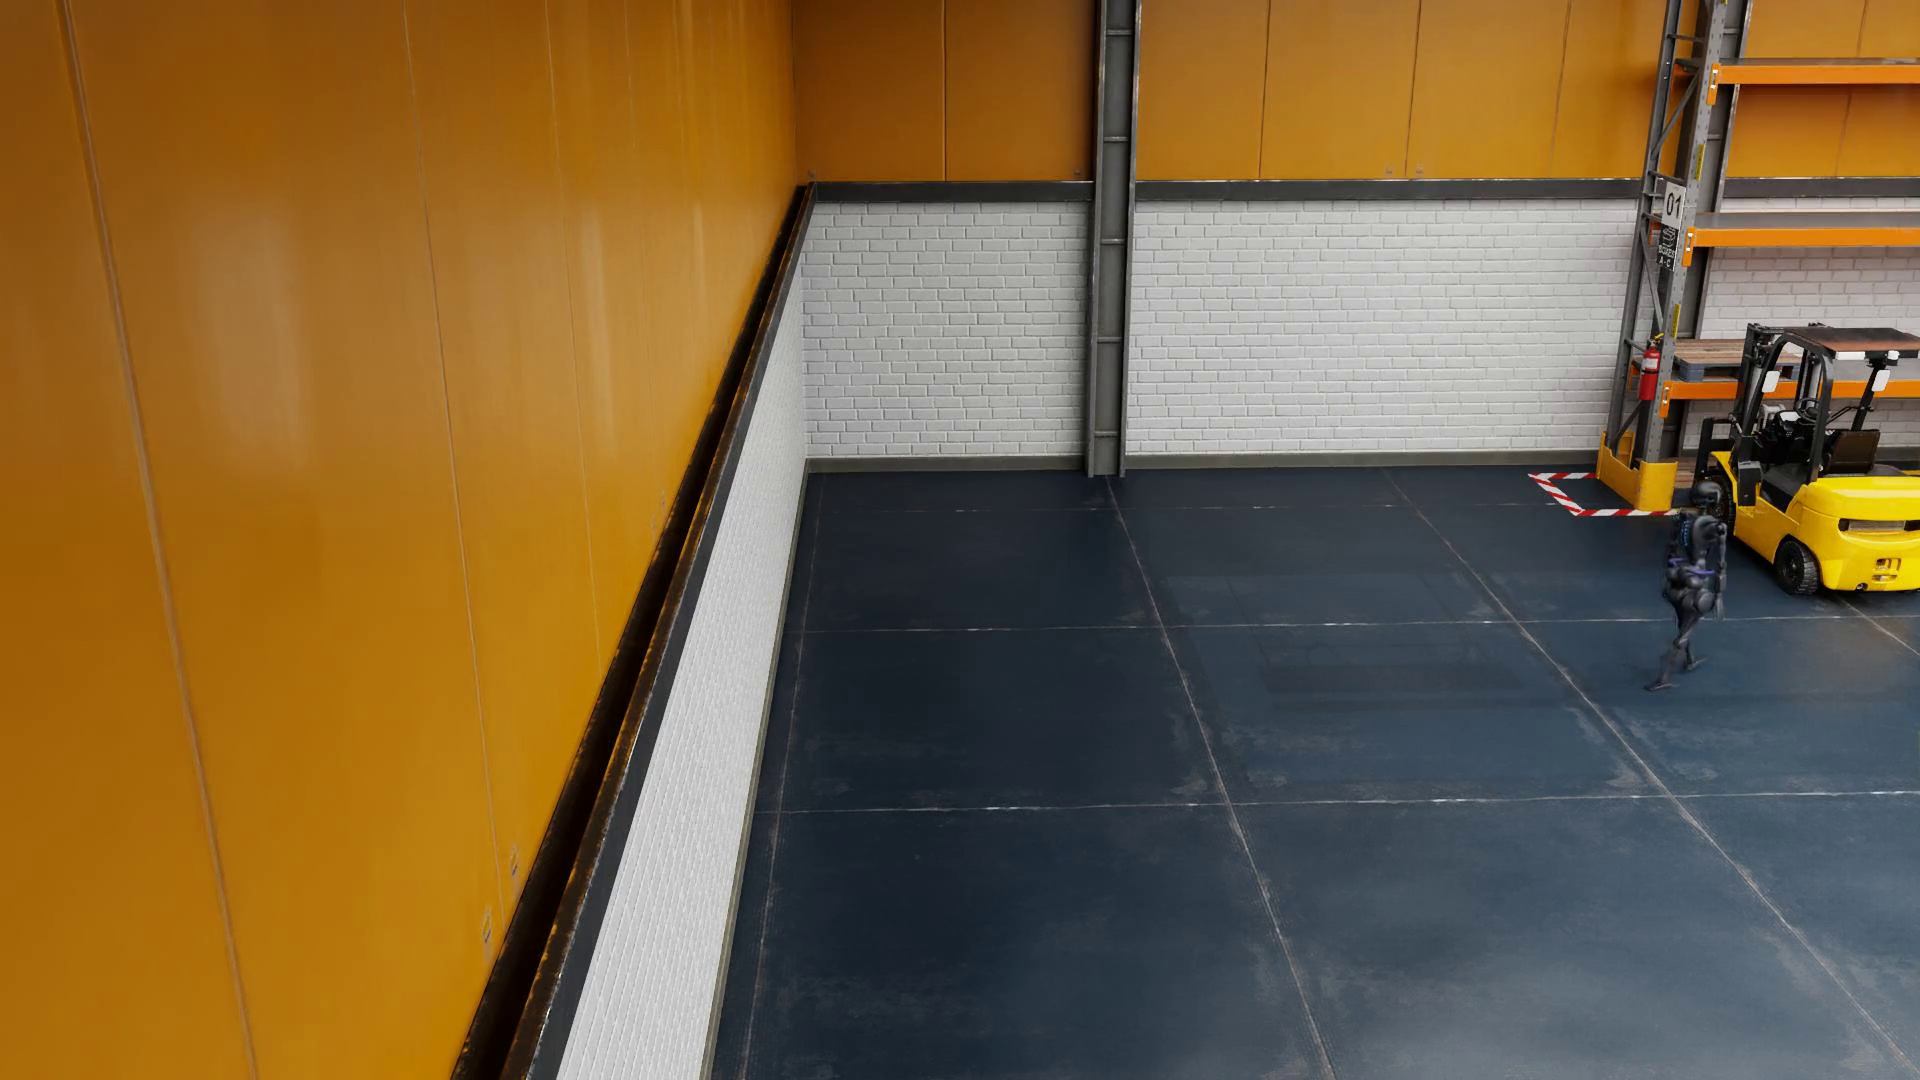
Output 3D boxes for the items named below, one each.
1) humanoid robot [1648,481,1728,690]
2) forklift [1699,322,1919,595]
[{"bbox_3d":[5.606,0.332,12.663,0.751,1.626,0.595,-7,21,-19],"label":"humanoid robot"},{"bbox_3d":[7.809,-0.792,14.926,1.214,2.155,2.313,-1,20,-2],"label":"forklift"}]
